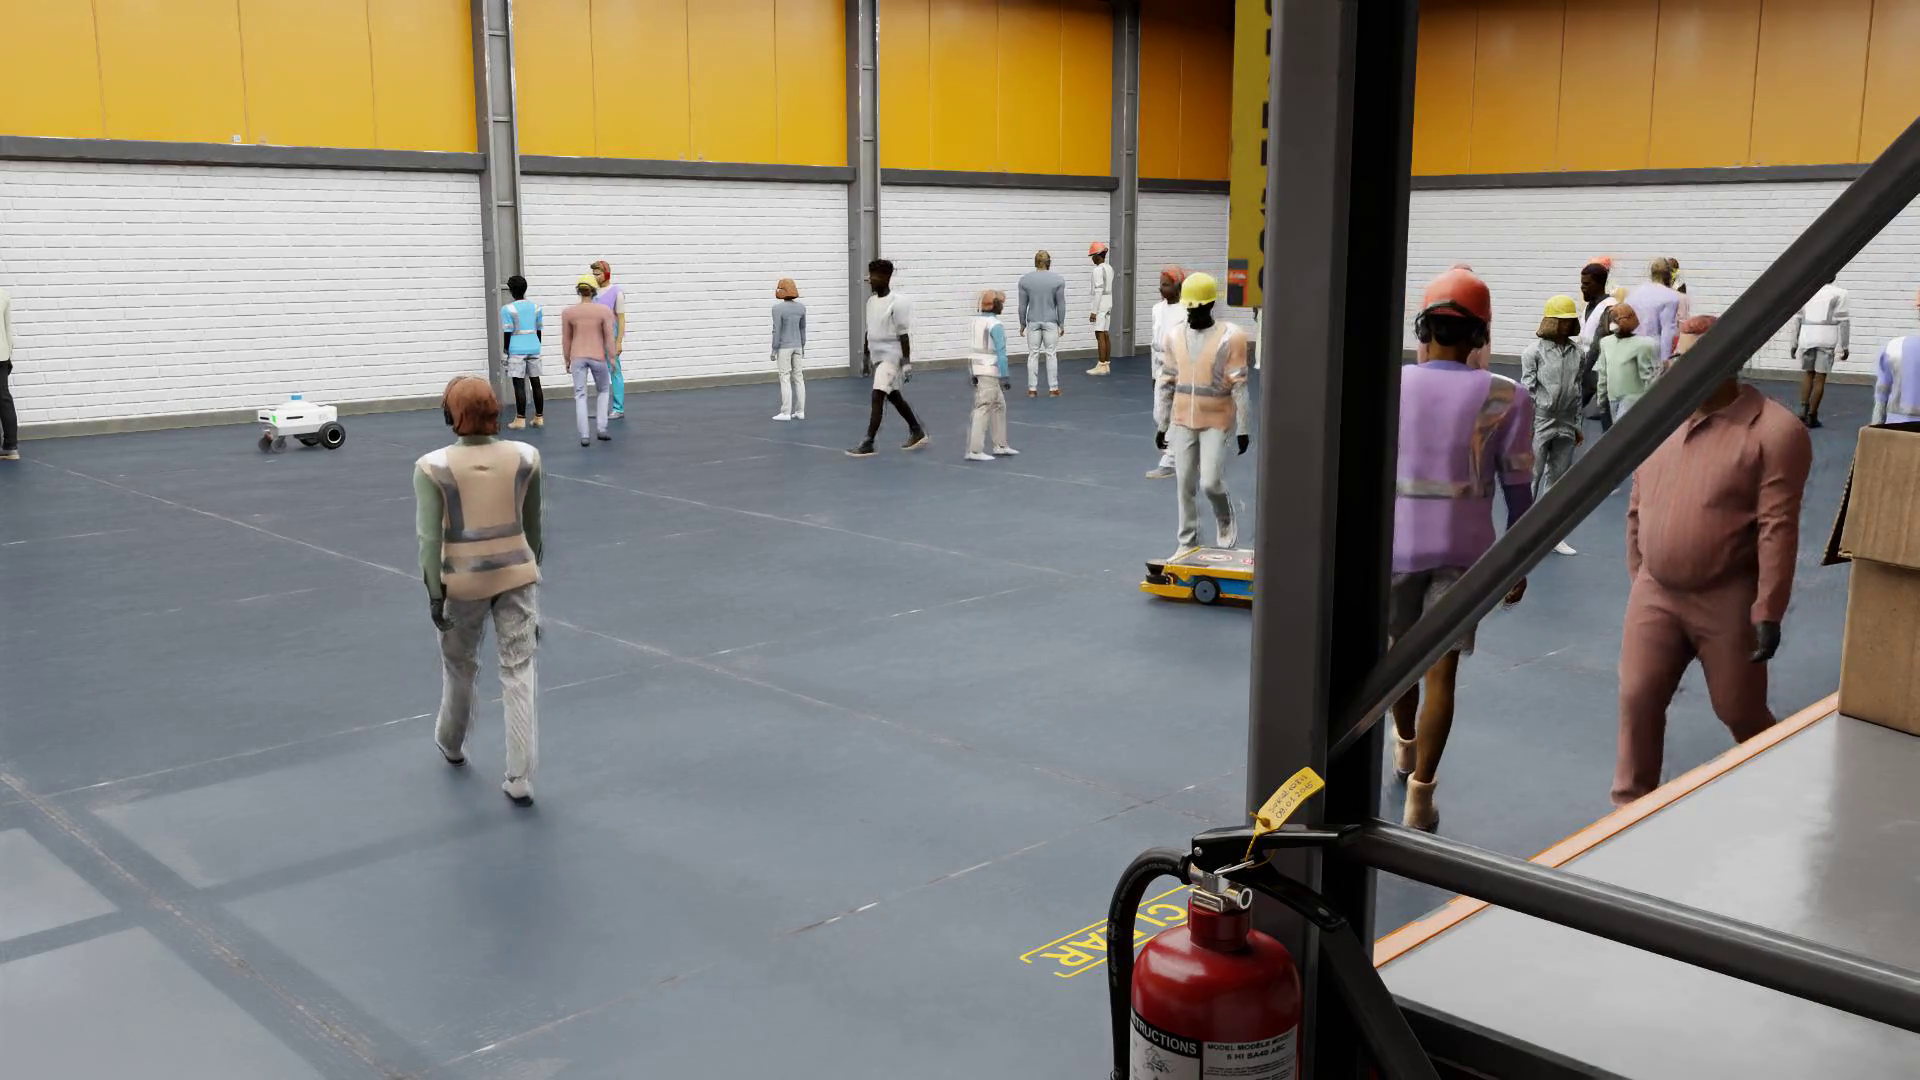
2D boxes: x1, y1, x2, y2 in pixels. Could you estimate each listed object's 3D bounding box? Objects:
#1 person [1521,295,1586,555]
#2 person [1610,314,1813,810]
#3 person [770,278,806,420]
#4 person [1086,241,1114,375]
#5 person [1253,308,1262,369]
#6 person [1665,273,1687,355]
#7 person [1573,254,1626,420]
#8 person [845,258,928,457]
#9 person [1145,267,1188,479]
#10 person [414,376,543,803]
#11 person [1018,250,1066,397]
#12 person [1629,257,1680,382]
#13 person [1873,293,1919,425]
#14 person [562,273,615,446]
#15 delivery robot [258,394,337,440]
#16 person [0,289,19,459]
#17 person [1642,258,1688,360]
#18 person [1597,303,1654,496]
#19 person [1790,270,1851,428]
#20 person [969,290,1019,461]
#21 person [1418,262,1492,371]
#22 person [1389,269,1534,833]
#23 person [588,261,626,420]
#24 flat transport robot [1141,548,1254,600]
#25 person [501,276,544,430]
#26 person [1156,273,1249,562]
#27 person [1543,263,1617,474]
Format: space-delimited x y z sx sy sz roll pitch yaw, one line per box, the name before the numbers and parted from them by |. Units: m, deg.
person | 3.939 -0.750 11.047 0.491 1.744 0.294 -4 11 -20
person | 2.572 0.169 5.681 0.879 1.879 0.638 -8 13 -37
person | -1.988 -2.203 19.258 0.275 1.636 0.507 9 14 41
person | 2.125 -3.540 25.470 0.392 2.033 0.605 4 11 23
person | 4.933 -3.659 26.588 0.511 1.863 0.332 3 11 17
person | 8.821 -2.526 20.766 0.540 1.736 0.532 -3 11 -14
person | 7.341 -2.326 19.159 0.502 1.912 0.551 -6 12 -31
person | -0.694 -1.795 16.277 1.005 1.923 0.625 -7 12 -33
person | 1.942 -1.480 14.716 0.672 1.866 0.580 -7 12 -33
person | -1.857 0.167 6.437 0.514 1.598 0.848 -6 12 -29
person | 1.082 -2.844 21.941 0.627 1.936 0.375 2 11 12
person | 6.978 -1.835 16.515 0.926 1.902 0.661 -4 11 -20
person | 5.358 -0.508 9.244 0.546 1.916 0.435 8 13 37
person | -3.778 -1.835 16.951 0.556 1.733 0.588 0 10 -1
delivery robot | -6.585 -1.209 16.538 0.477 0.478 0.707 9 14 39
person | -9.183 -1.721 15.651 0.381 1.994 0.622 3 11 14
person | 9.081 -2.707 21.448 0.429 1.842 0.634 -7 13 -34
person | 5.536 -1.159 13.694 0.790 1.593 0.531 -4 11 -23
person | 9.549 -2.193 18.436 0.484 1.916 0.572 -9 14 -40
person | 0.362 -1.558 15.796 0.691 1.608 0.553 -4 11 -20
person | 4.614 -1.645 15.528 0.662 1.887 0.549 3 11 18
person | 1.780 0.018 6.143 0.633 1.997 0.995 5 11 24
person | -4.102 -2.319 19.346 0.562 1.838 0.390 8 13 37
flat transport robot | 1.845 0.226 9.743 1.431 0.197 0.652 5 12 26
person | -4.825 -2.063 18.347 0.320 1.692 0.531 8 13 38
person | 1.572 -0.763 10.692 0.675 1.893 0.571 8 13 36
person | 5.405 -1.446 14.451 0.885 1.877 0.601 -1 10 -4
